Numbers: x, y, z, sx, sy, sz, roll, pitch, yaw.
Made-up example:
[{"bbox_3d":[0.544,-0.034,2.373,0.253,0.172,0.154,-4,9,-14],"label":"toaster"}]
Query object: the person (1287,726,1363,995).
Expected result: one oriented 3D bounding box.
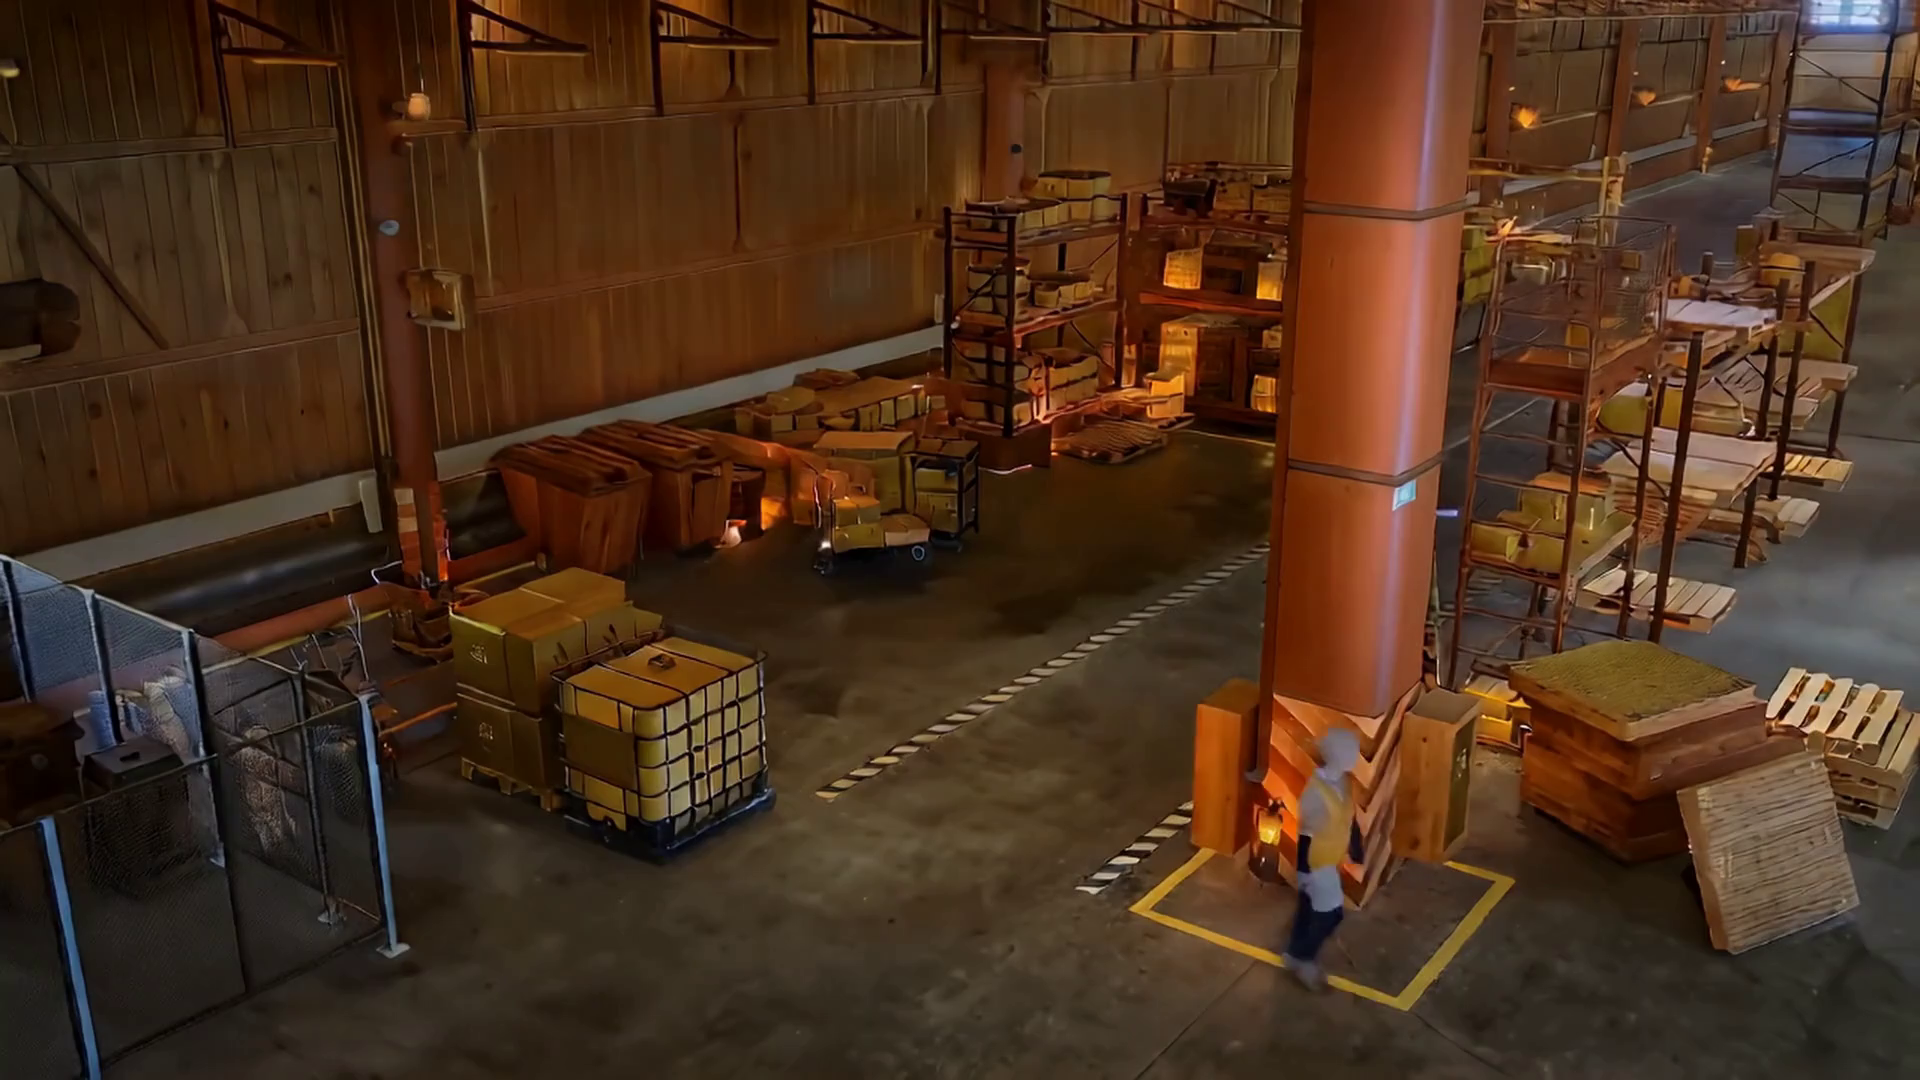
[{"bbox_3d":[2.156,1.868,9.789,0.441,1.677,0.523,10,21,29],"label":"person"}]
